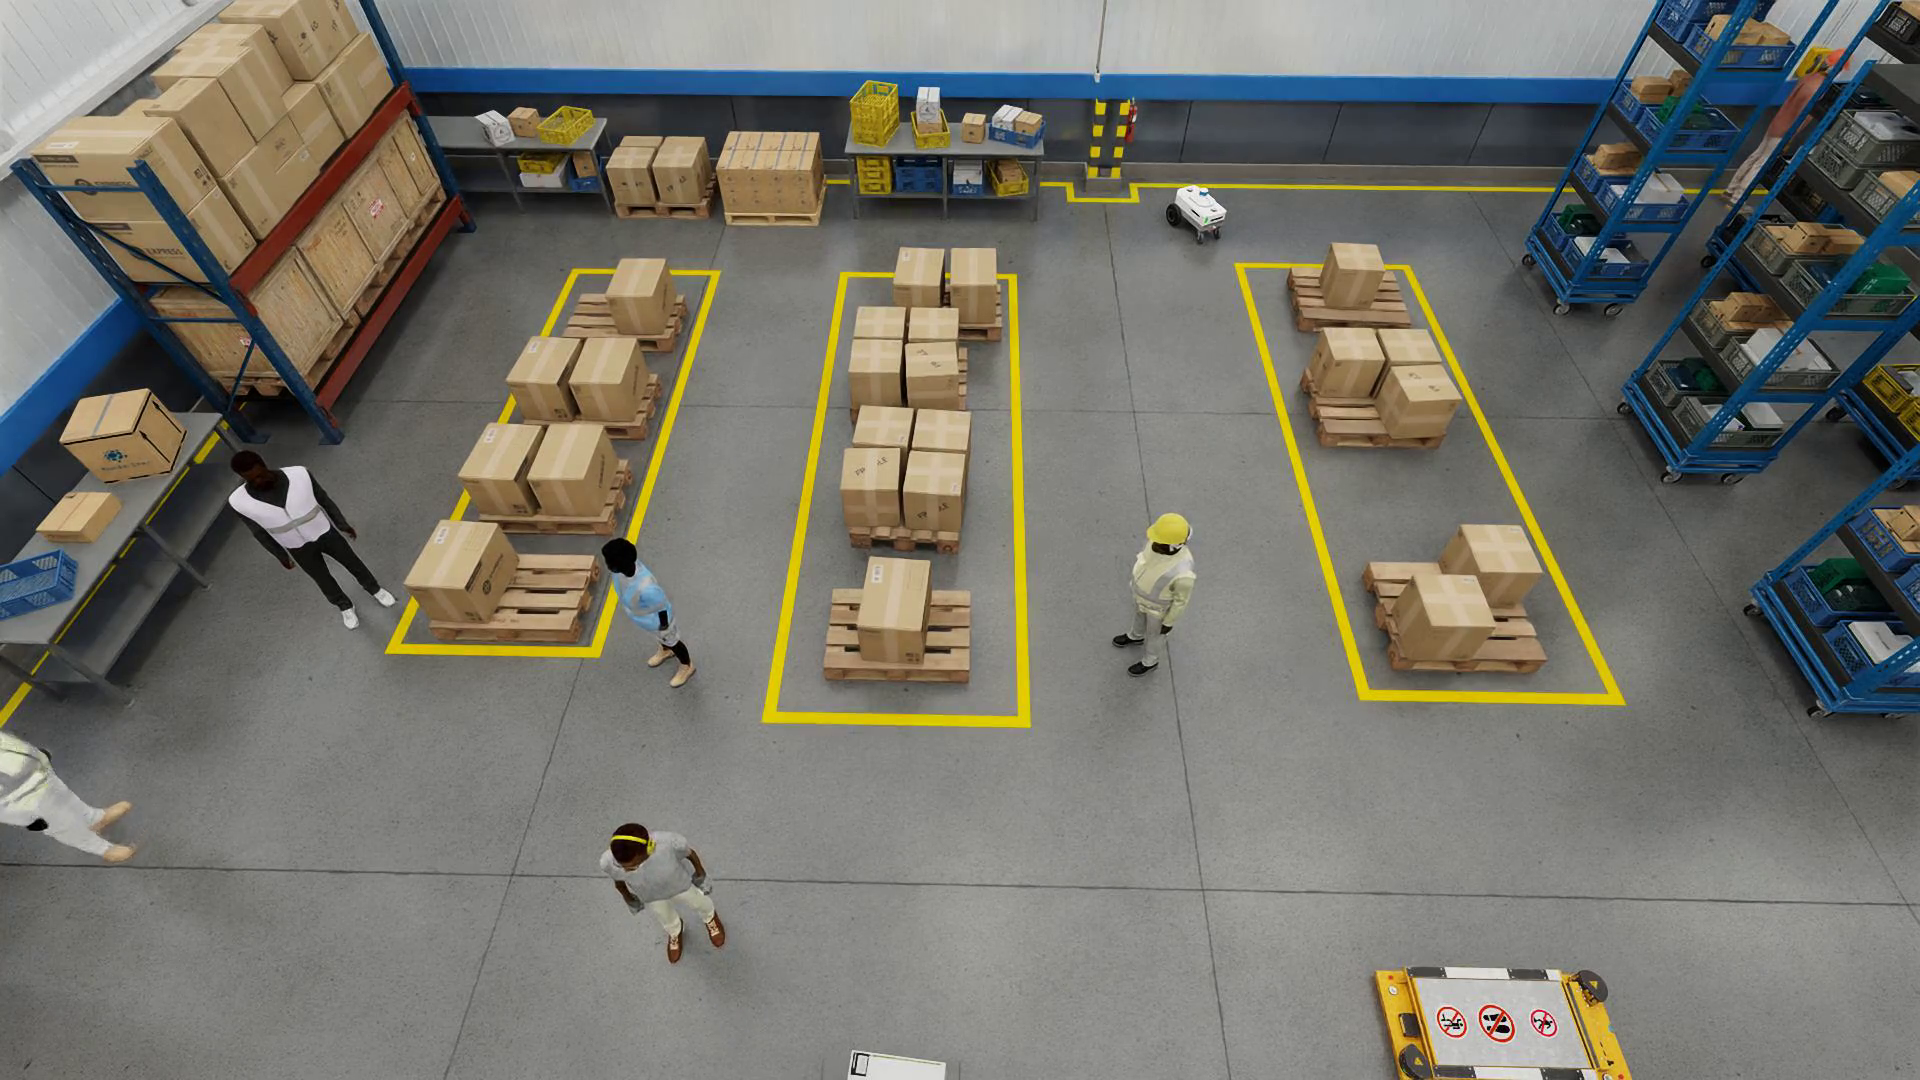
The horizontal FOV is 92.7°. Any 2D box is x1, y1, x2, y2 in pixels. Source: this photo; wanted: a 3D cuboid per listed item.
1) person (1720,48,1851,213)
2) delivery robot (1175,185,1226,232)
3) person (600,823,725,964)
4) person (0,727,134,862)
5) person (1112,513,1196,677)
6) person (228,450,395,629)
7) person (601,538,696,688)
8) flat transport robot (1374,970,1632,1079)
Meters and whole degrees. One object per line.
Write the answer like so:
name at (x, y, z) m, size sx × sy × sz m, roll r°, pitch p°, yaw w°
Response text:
person at (10.402, -5.154, 11.564) m, size 0.376 × 1.997 × 0.612 m, roll 16°, pitch 53°, yaw 12°
delivery robot at (3.064, -4.241, 11.685) m, size 0.477 × 0.478 × 0.707 m, roll -20°, pitch 54°, yaw -16°
person at (-1.815, 2.165, 5.682) m, size 0.523 × 1.865 × 0.317 m, roll -14°, pitch 52°, yaw -11°
person at (-6.279, 1.649, 6.141) m, size 0.444 × 1.817 × 0.665 m, roll -21°, pitch 54°, yaw -17°
person at (1.509, 0.424, 7.122) m, size 0.404 × 1.830 × 0.603 m, roll -13°, pitch 52°, yaw -10°
person at (-5.277, -0.031, 7.439) m, size 0.590 × 1.918 × 0.392 m, roll -37°, pitch 60°, yaw -26°
person at (-2.413, 0.561, 7.096) m, size 0.541 × 1.695 × 0.316 m, roll 36°, pitch 59°, yaw 26°
flat transport robot at (3.501, 3.133, 5.914) m, size 1.431 × 0.197 × 0.652 m, roll 1°, pitch 51°, yaw 1°
